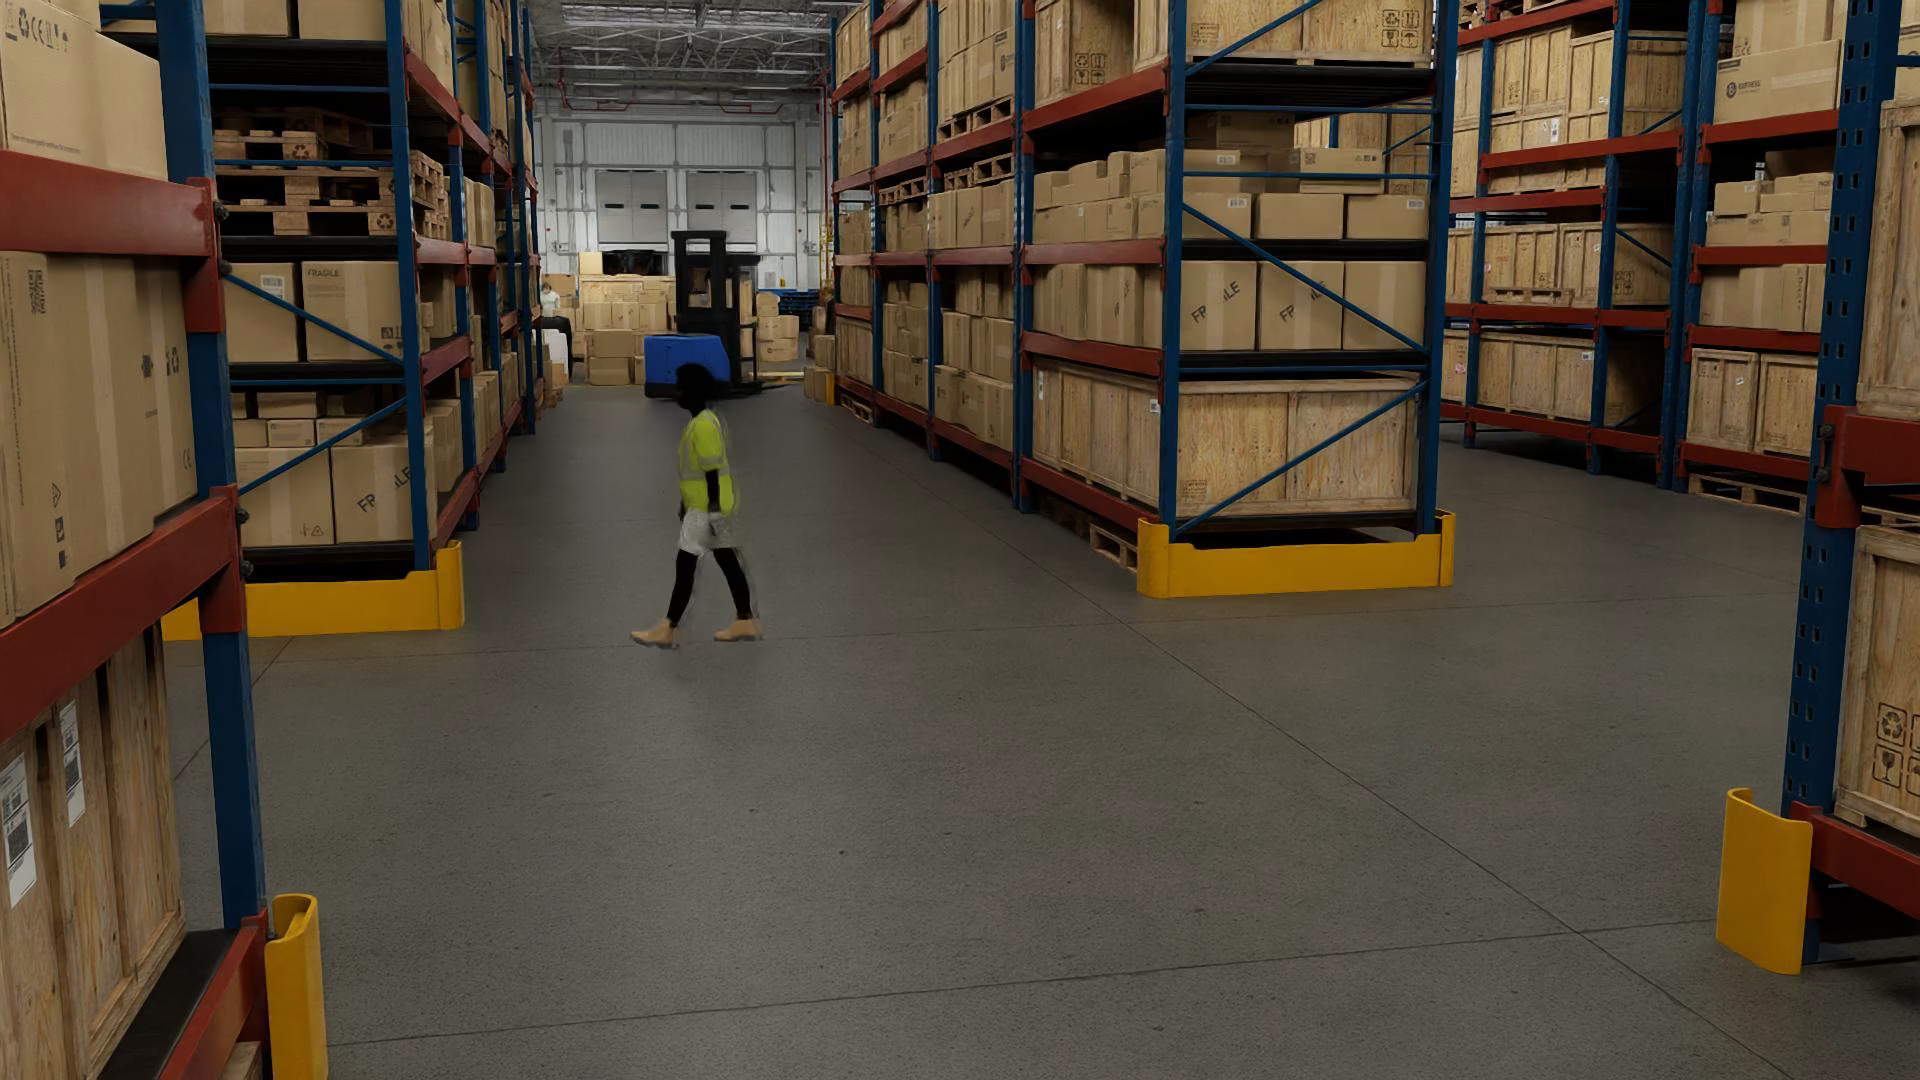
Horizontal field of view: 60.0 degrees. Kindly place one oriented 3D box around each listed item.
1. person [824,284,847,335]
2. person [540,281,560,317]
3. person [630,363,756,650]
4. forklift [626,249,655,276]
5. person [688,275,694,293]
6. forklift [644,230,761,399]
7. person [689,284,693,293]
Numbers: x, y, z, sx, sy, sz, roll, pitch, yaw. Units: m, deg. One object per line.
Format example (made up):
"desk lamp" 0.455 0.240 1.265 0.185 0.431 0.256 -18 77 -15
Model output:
"person" -2.181 -3.963 31.827 0.676 1.935 0.948 7 11 35
"person" -10.338 -5.553 41.716 0.673 1.927 0.706 -2 10 -12
"person" -1.573 -0.194 9.698 0.815 1.655 0.552 -2 9 -10
"forklift" -10.887 -8.534 56.844 1.129 2.768 1.873 -7 12 -38
"person" -10.040 -8.806 61.408 0.592 1.922 0.379 5 11 28
"forklift" -4.360 -3.784 27.888 1.129 2.768 1.873 5 11 29
"person" -6.101 -4.811 37.309 0.429 1.843 0.628 -6 11 -34
